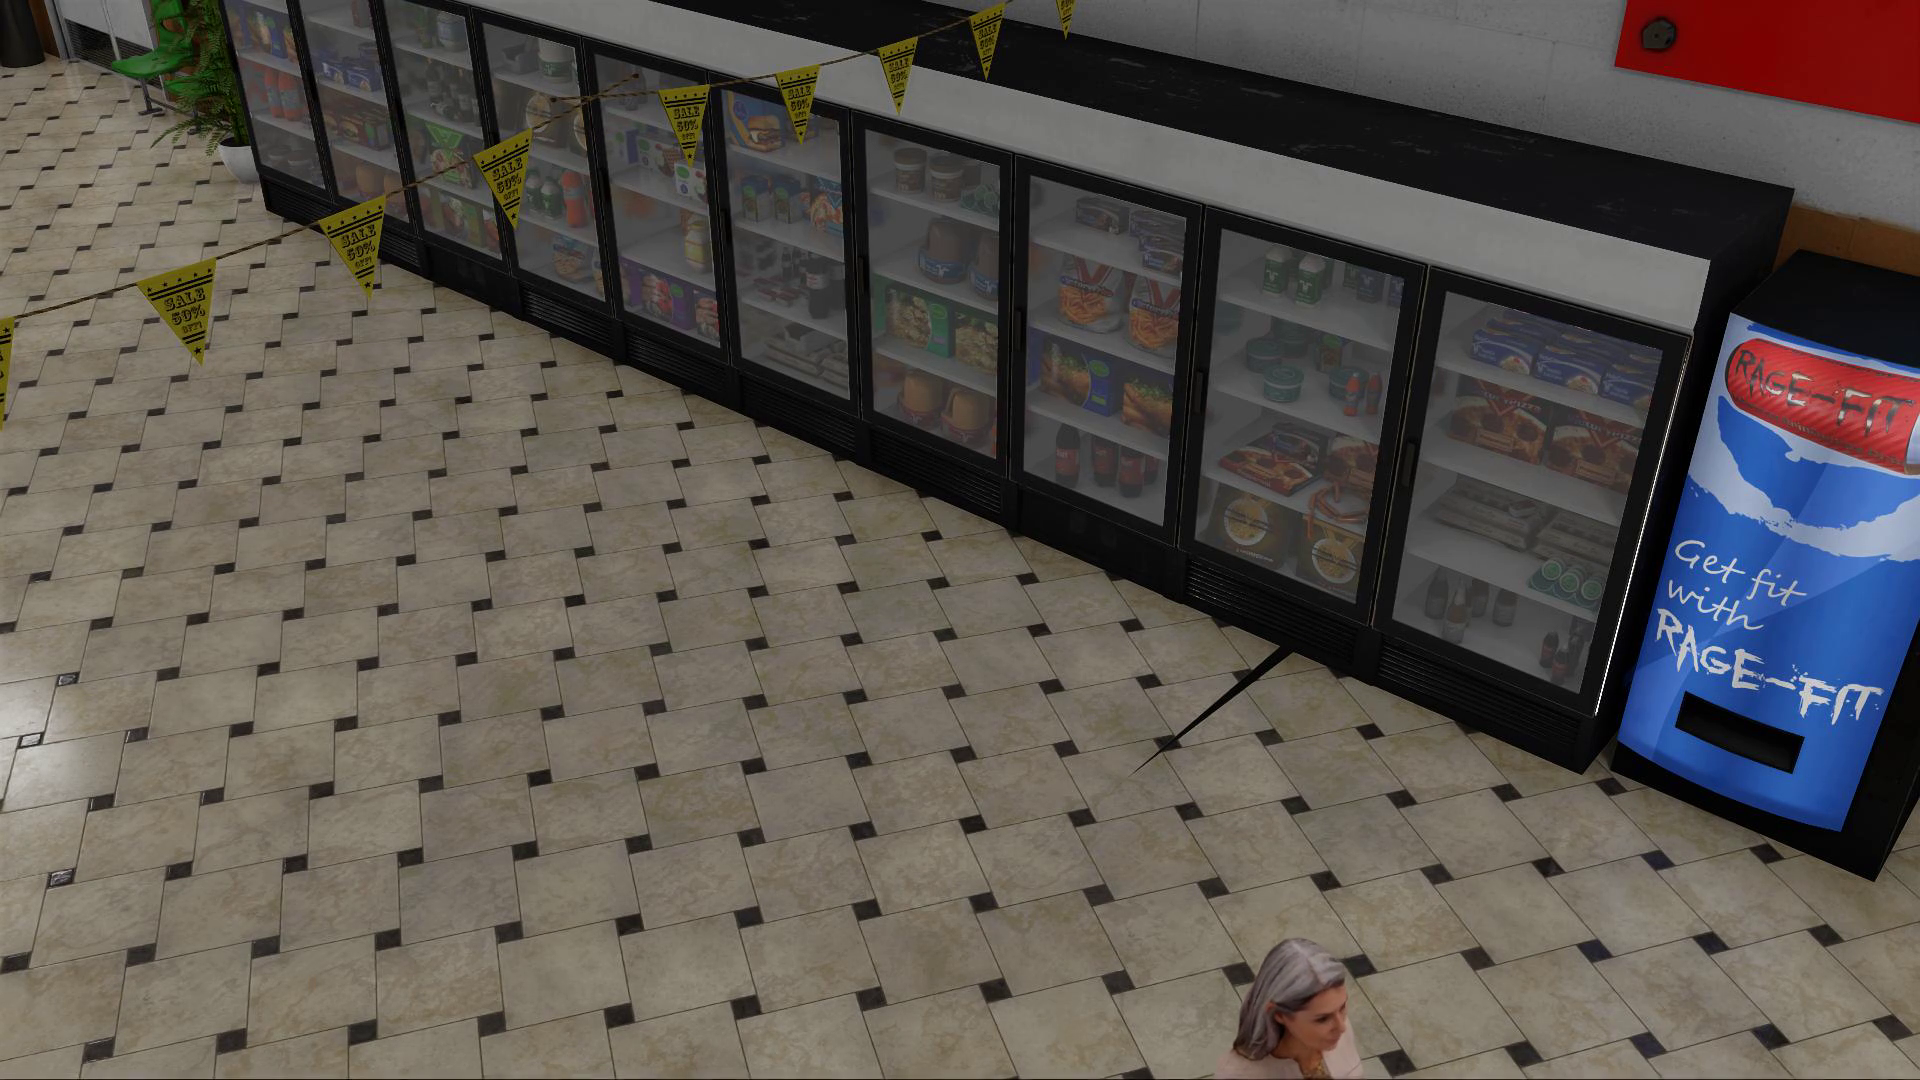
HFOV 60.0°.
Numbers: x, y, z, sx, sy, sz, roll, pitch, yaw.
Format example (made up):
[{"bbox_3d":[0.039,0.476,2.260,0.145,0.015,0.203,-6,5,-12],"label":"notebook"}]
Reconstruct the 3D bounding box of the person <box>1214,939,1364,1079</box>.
[{"bbox_3d":[0.776,1.672,4.188,0.523,1.734,0.684,-25,40,-34],"label":"person"}]
